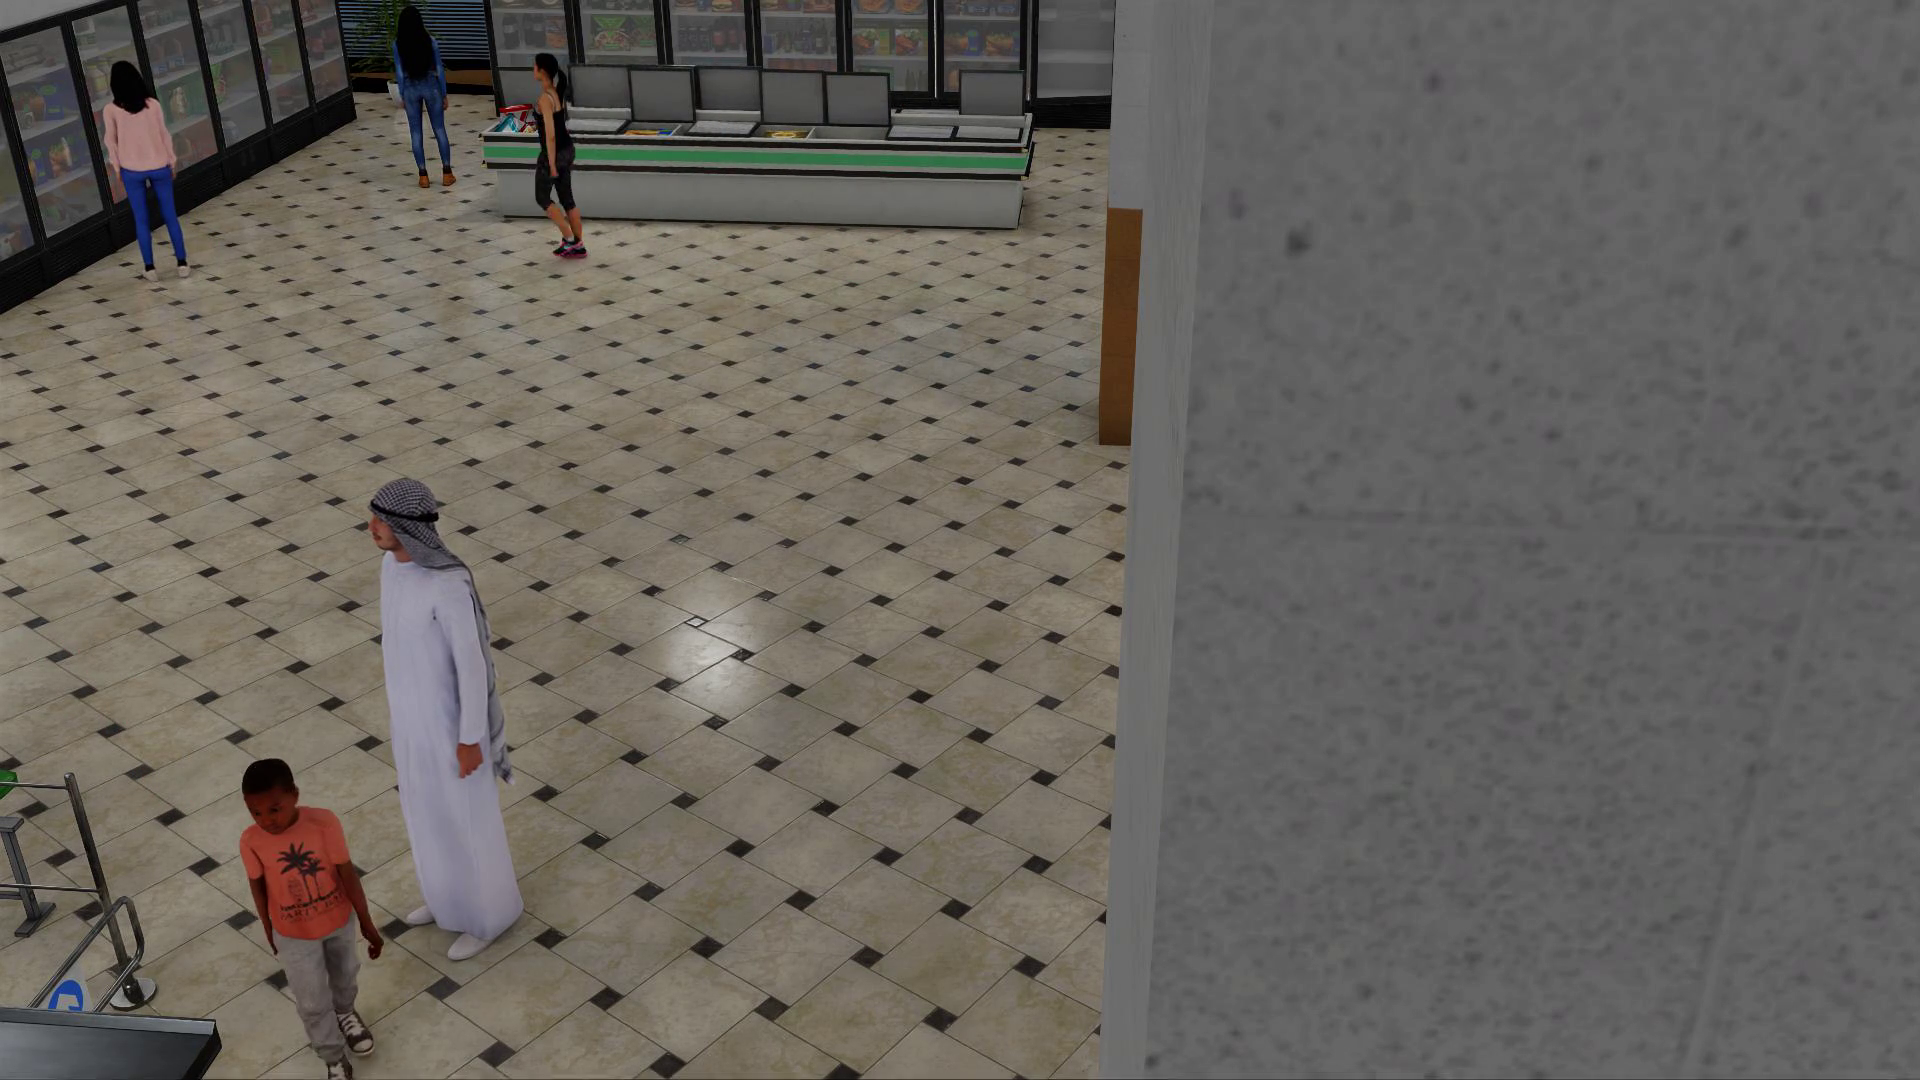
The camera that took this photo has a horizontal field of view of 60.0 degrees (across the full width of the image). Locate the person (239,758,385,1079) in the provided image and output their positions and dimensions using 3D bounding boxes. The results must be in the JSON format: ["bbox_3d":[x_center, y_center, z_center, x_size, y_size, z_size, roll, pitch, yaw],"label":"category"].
[{"bbox_3d":[-2.218,1.246,5.681,0.752,1.286,0.774,-16,31,-28],"label":"person"}]

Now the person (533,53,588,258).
[{"bbox_3d":[-3.295,-3.201,13.975,0.618,1.716,0.611,6,28,12],"label":"person"}]

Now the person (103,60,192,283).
[{"bbox_3d":[-6.605,-2.987,13.498,0.678,1.765,0.792,-14,30,-25],"label":"person"}]

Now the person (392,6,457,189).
[{"bbox_3d":[-5.209,-4.295,16.136,0.574,1.713,0.724,-7,28,-14],"label":"person"}]

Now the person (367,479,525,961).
[{"bbox_3d":[-1.919,0.655,6.138,0.780,1.927,0.860,23,35,38],"label":"person"}]
